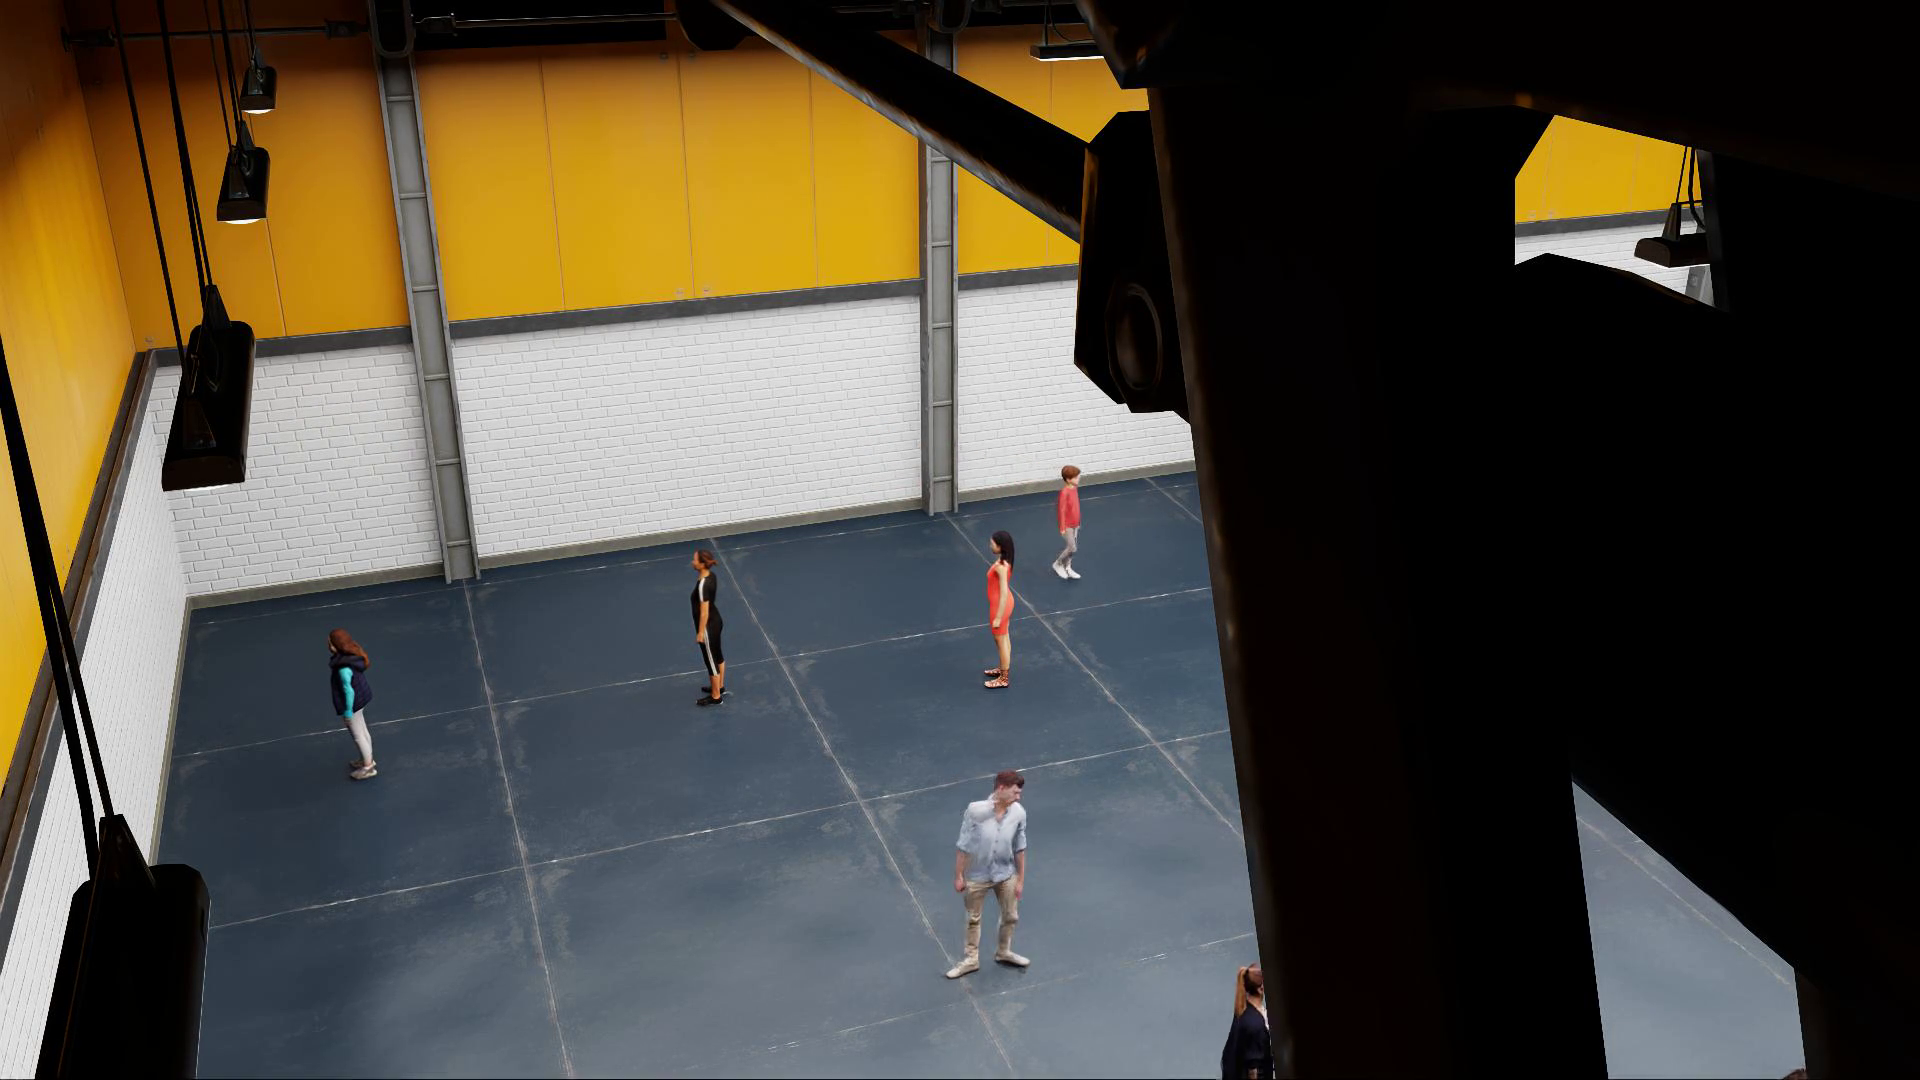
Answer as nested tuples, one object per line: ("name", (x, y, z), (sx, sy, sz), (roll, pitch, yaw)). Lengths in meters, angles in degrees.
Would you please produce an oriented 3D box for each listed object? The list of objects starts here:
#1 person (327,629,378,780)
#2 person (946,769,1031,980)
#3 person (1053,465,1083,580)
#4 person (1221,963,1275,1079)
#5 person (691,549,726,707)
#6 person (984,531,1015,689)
("person", (-5.625, 1.498, 15.390), (0.582, 1.499, 0.584), (-7, 24, -15))
("person", (0.163, 2.526, 12.629), (0.563, 1.826, 0.913), (2, 24, 5))
("person", (1.216, -0.216, 19.417), (0.707, 1.414, 0.643), (12, 26, 26))
("person", (1.772, 3.444, 10.720), (0.866, 1.674, 0.775), (2, 24, 4))
("person", (-2.512, 0.852, 16.654), (0.653, 1.669, 0.656), (2, 24, 4))
("person", (0.422, 0.692, 16.955), (0.656, 1.722, 0.660), (2, 24, 4))
